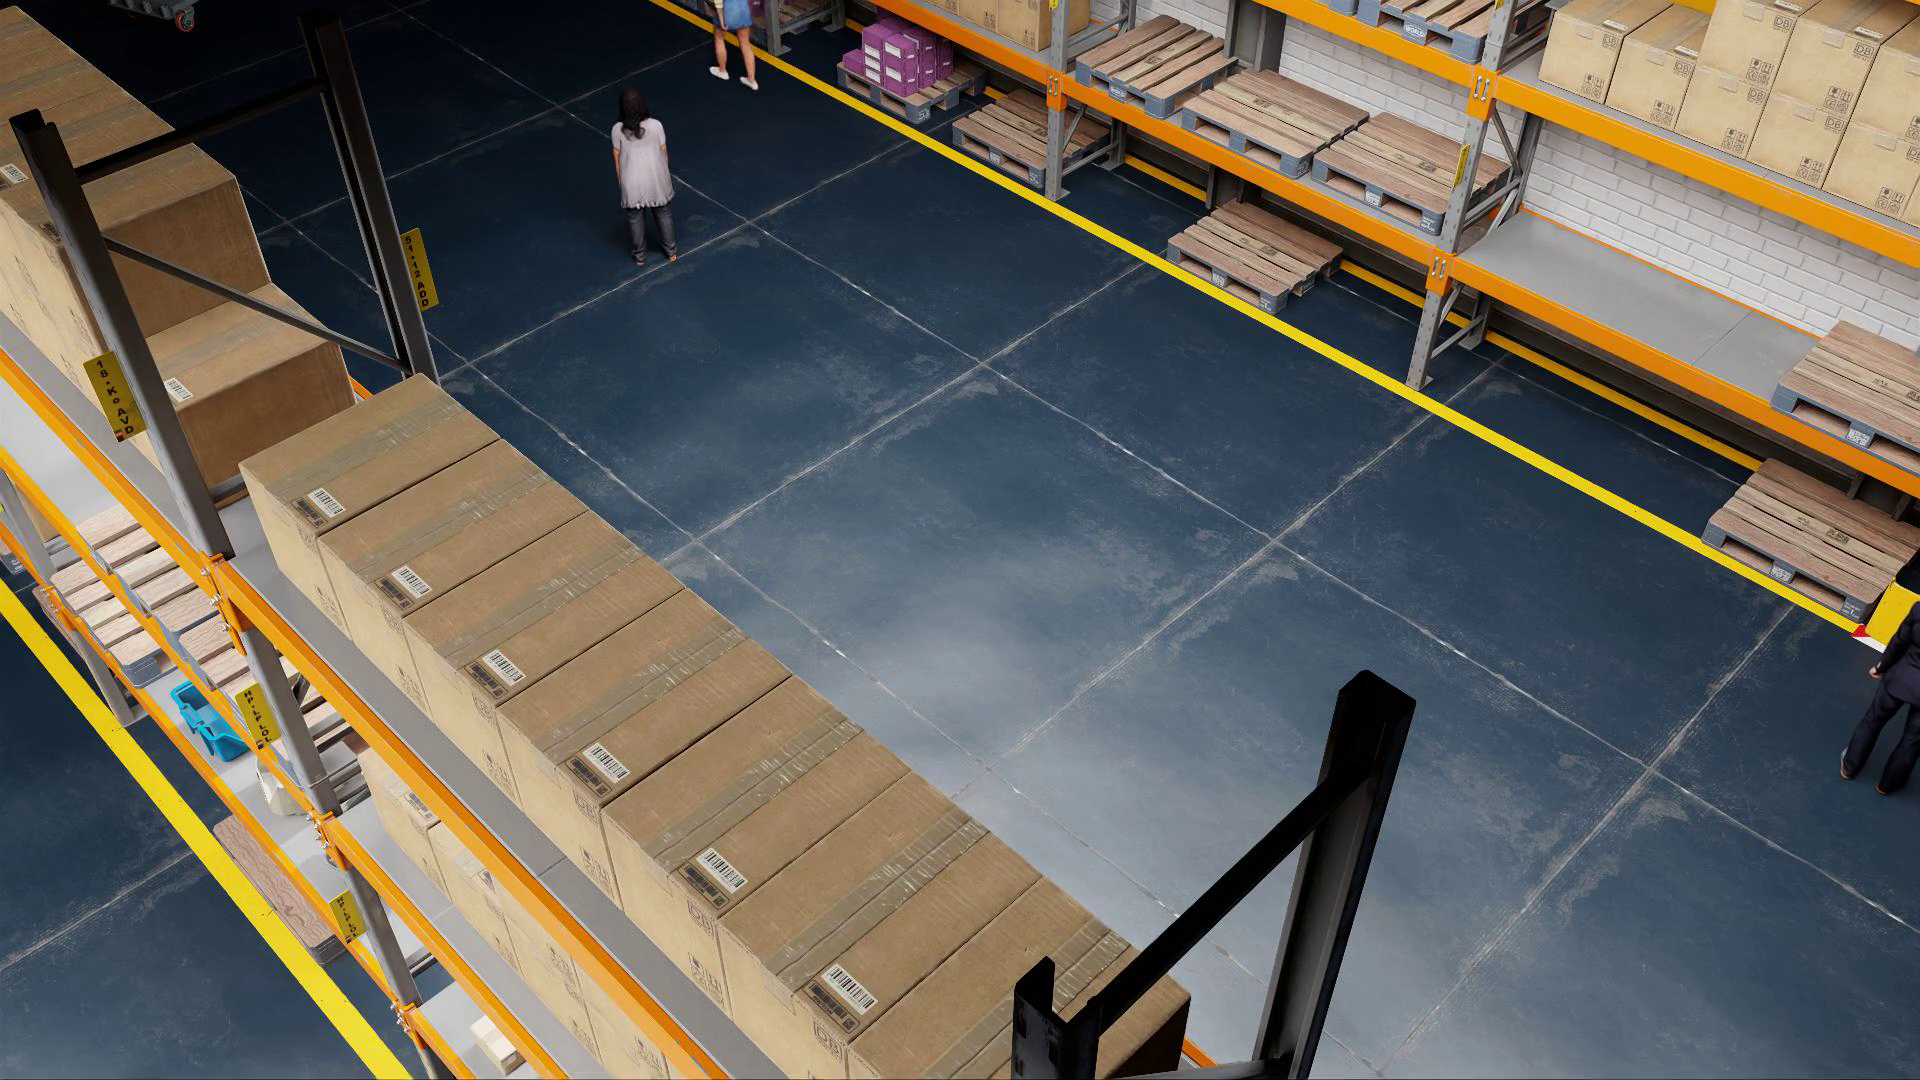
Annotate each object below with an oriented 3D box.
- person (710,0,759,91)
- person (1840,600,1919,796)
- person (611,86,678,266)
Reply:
[{"bbox_3d":[-2.203,-5.228,16.527,0.658,1.606,0.827,-31,52,-28],"label":"person"},{"bbox_3d":[5.787,0.839,10.007,0.531,1.816,0.739,32,52,29],"label":"person"},{"bbox_3d":[-2.726,-3.126,14.323,0.769,1.603,0.818,-9,44,-10],"label":"person"}]
